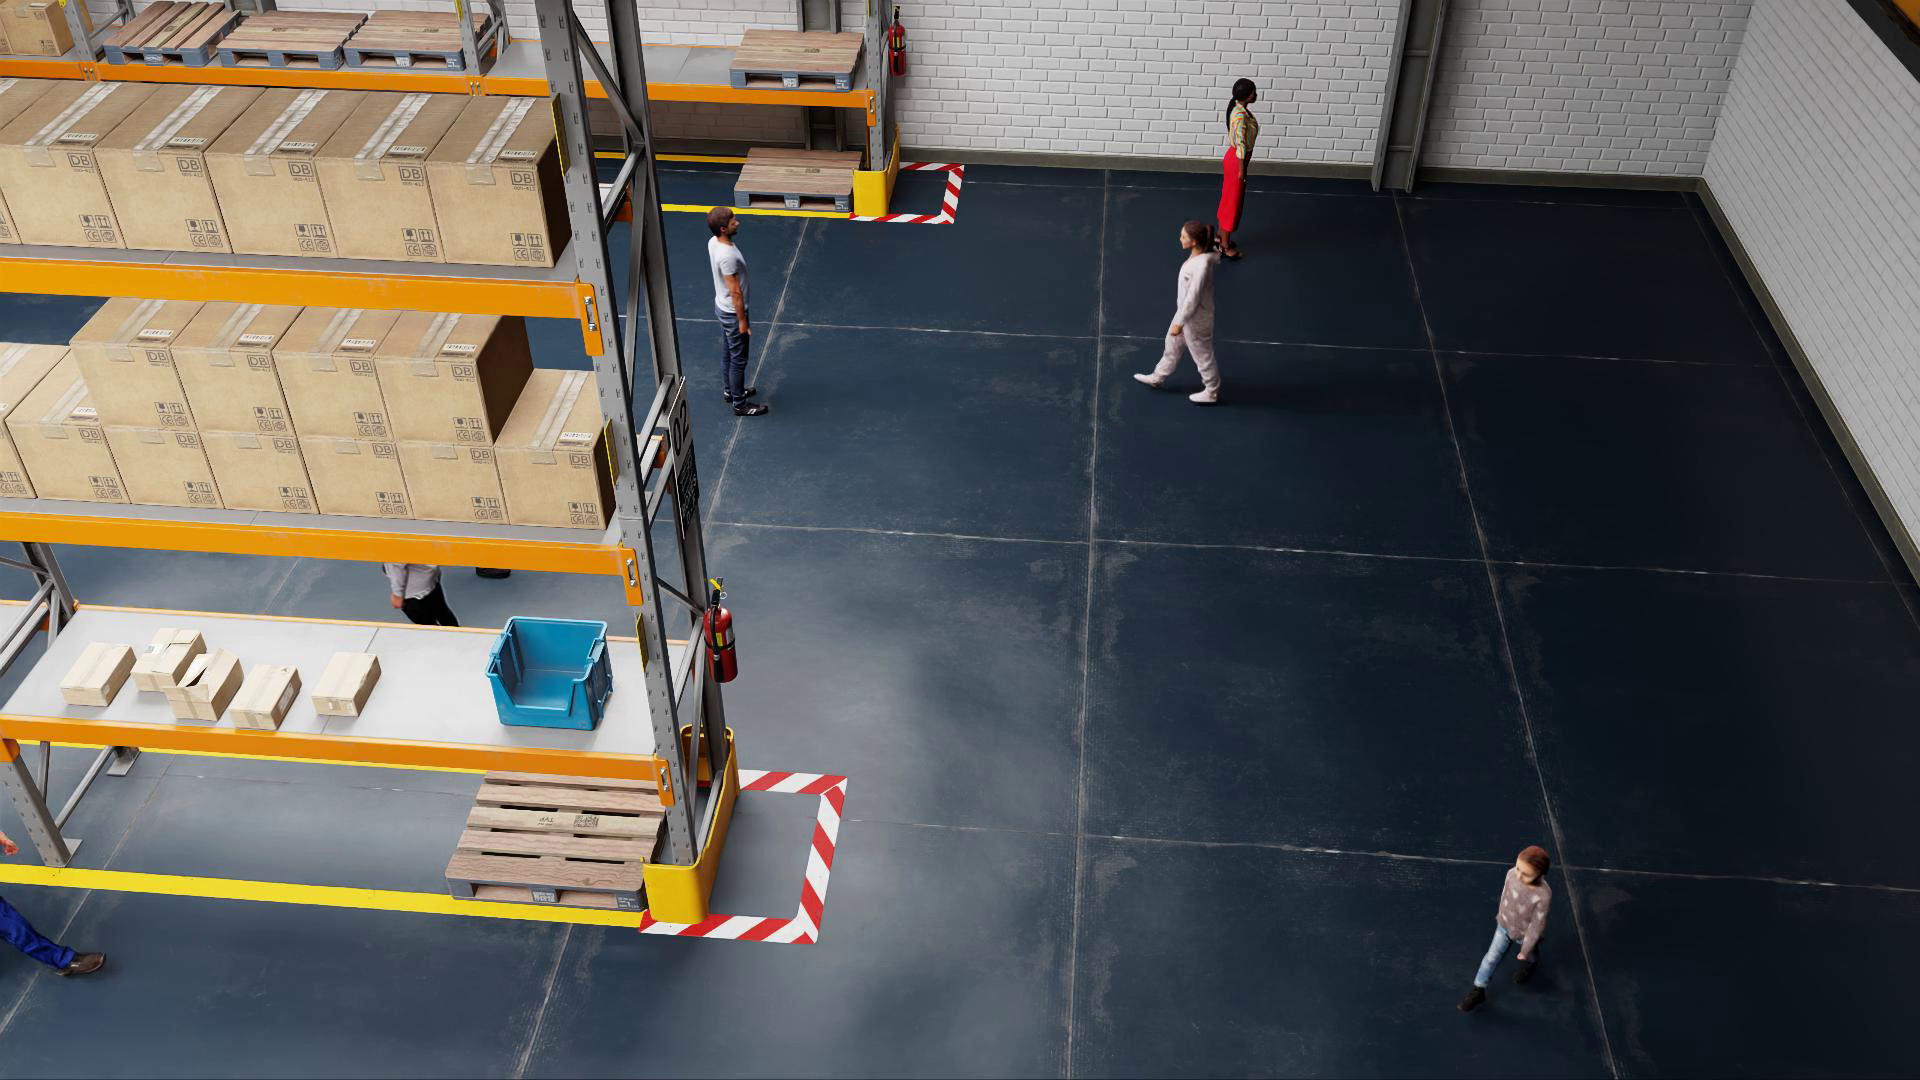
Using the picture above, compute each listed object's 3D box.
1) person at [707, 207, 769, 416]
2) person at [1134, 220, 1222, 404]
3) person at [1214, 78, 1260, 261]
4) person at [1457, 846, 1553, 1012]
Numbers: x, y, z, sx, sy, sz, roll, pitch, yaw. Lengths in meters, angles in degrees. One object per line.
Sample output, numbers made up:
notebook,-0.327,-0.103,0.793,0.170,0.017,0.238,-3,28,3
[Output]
person,-1.882,-1.891,13.700,0.704,1.866,0.705,-15,41,-18
person,2.055,-1.859,13.833,0.949,1.653,0.651,1,39,2
person,2.620,-3.531,15.813,0.558,1.793,0.614,-1,39,-1
person,3.156,2.121,9.237,0.865,1.167,0.808,-27,46,-30
